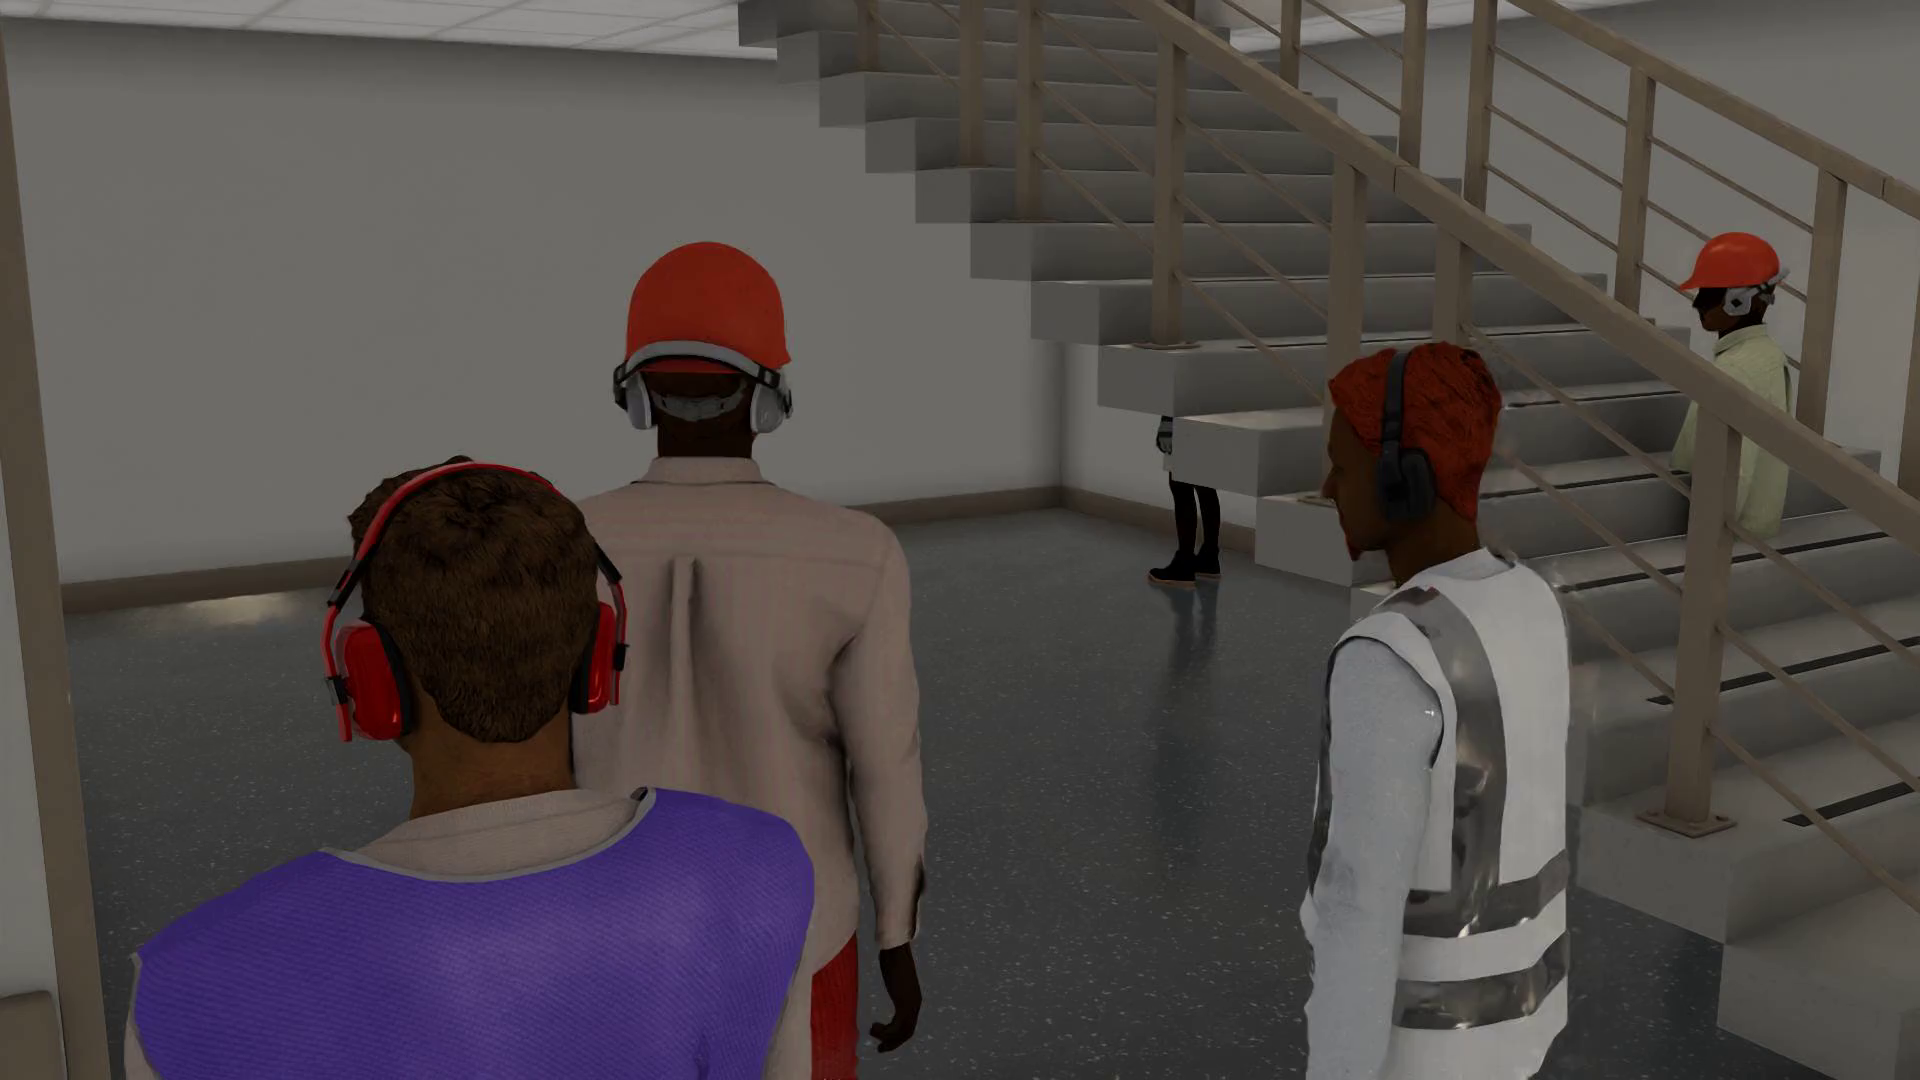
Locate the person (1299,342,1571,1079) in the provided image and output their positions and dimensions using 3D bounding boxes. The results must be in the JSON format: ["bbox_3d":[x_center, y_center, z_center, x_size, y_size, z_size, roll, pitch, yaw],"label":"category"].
[{"bbox_3d":[0.674,0.670,2.263,0.503,1.869,0.592,8,14,37],"label":"person"}]

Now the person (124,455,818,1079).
[{"bbox_3d":[-0.368,0.848,1.440,0.561,1.837,0.390,-8,13,-36],"label":"person"}]

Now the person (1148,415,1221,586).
[{"bbox_3d":[1.299,-0.720,9.359,0.371,1.958,0.598,7,13,33],"label":"person"}]

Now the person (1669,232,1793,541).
[{"bbox_3d":[2.532,-0.014,5.542,0.379,1.994,0.611,6,12,29],"label":"person"}]

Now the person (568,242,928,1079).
[{"bbox_3d":[-0.361,0.565,2.502,0.633,1.991,0.402,1,11,3],"label":"person"}]
